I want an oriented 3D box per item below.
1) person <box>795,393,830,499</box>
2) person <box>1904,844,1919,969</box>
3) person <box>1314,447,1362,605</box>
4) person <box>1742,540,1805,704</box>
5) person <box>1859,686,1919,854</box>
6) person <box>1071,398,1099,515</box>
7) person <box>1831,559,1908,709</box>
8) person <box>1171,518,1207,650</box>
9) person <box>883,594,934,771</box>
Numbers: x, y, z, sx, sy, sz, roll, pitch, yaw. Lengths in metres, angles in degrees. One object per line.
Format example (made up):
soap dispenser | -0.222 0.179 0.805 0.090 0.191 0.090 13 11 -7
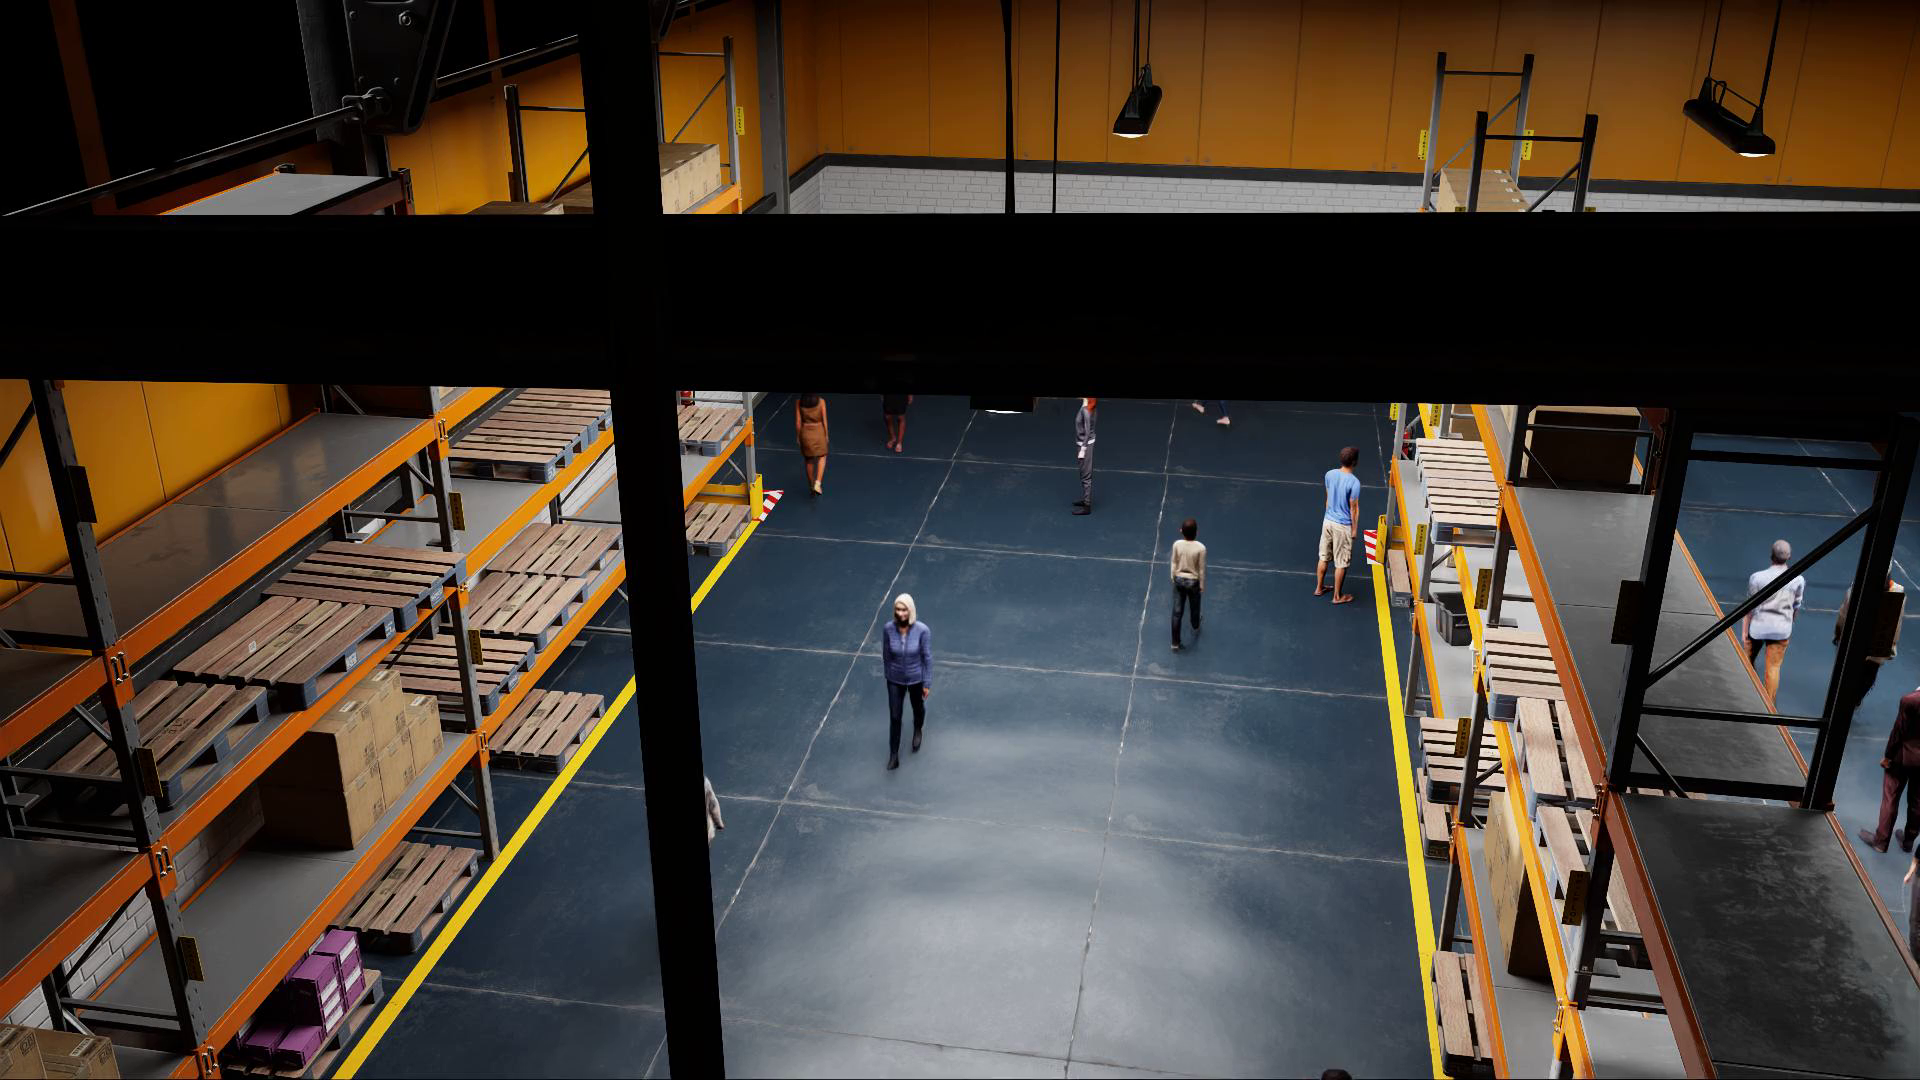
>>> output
person | -1.937 -1.314 21.847 0.662 1.678 0.758 -1 24 -2
person | 7.493 2.698 12.755 0.697 1.608 1.109 9 25 19
person | 4.338 -0.186 19.038 0.775 1.861 0.724 -17 29 -34
person | 8.094 0.924 16.585 0.817 1.791 1.191 8 25 18
person | 8.239 1.853 14.370 0.735 1.864 0.655 -1 24 -2
person | 1.622 -1.204 21.468 0.647 1.780 0.461 2 24 5
person | 8.896 0.994 16.334 0.819 1.864 1.058 8 25 18
person | 2.434 0.504 17.993 0.676 1.433 1.003 9 25 19
person | -0.474 1.289 15.873 0.688 1.694 1.106 3 24 6
